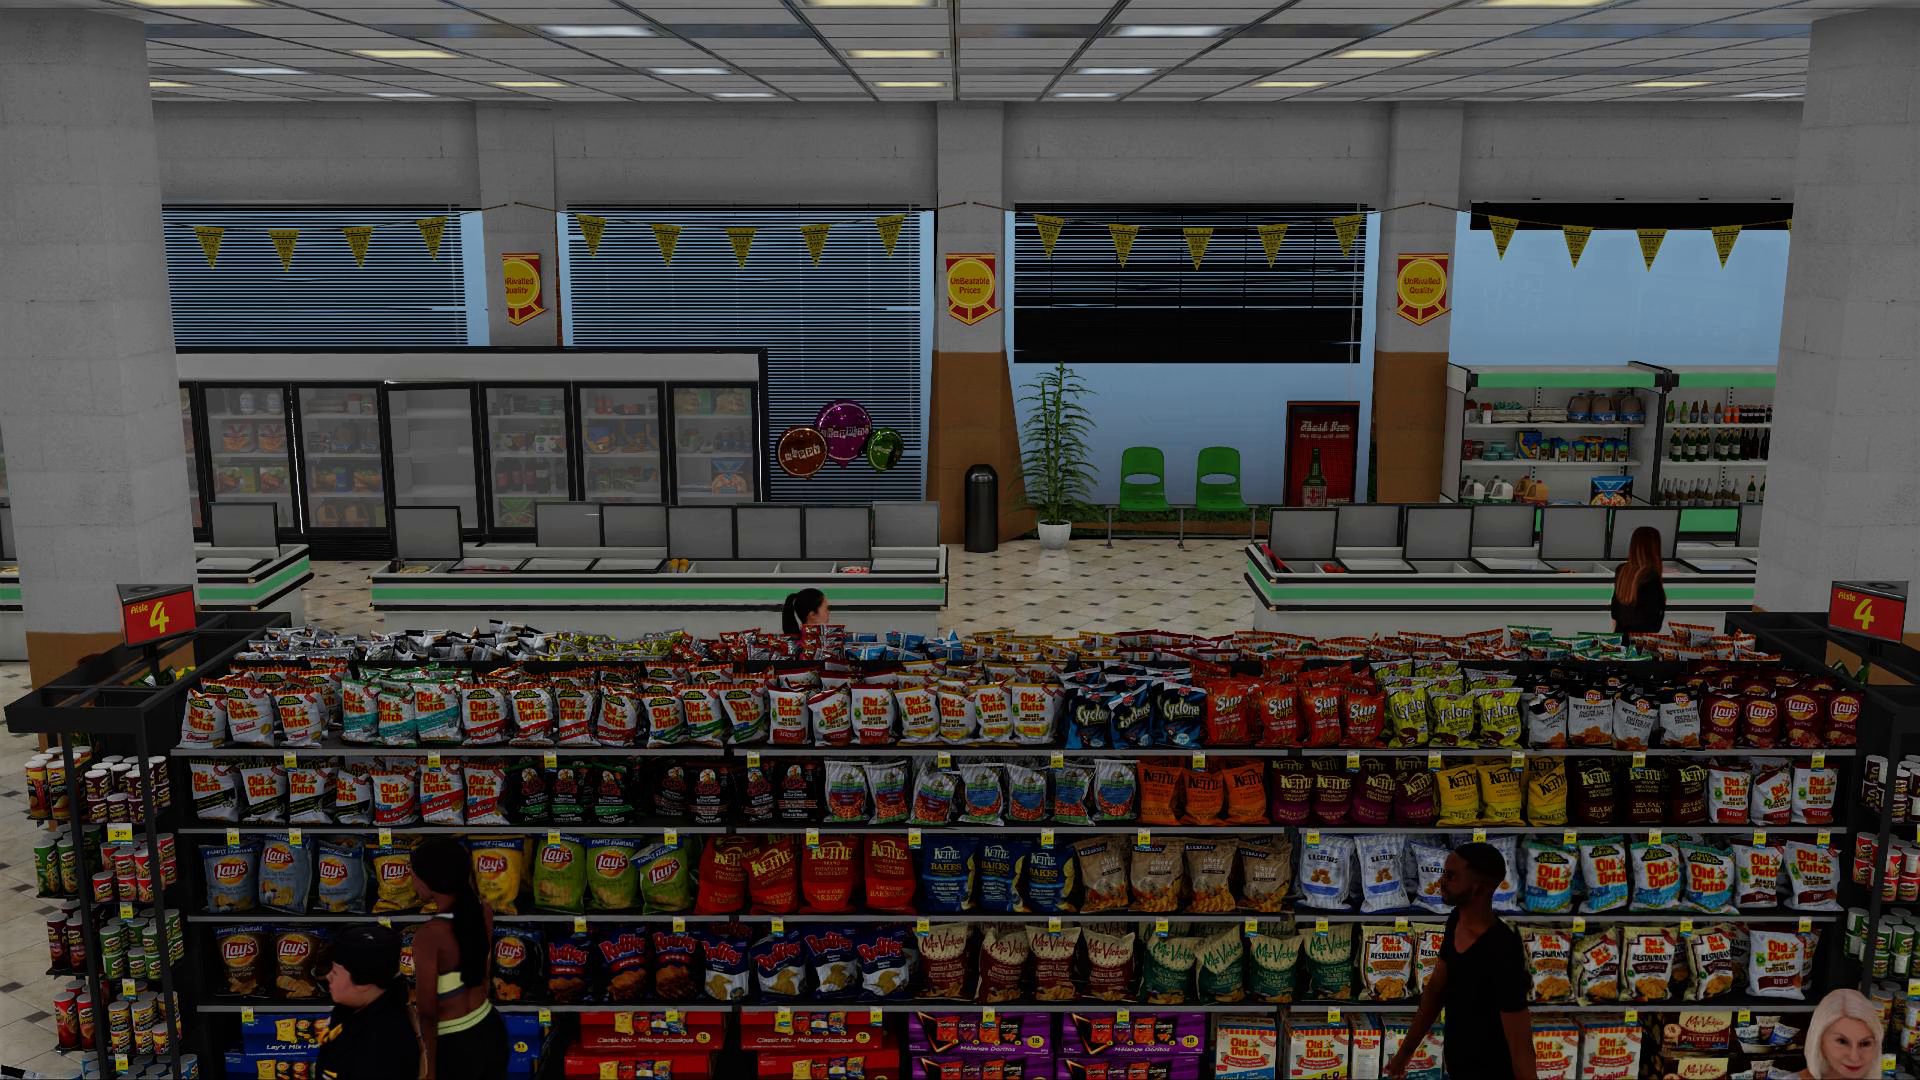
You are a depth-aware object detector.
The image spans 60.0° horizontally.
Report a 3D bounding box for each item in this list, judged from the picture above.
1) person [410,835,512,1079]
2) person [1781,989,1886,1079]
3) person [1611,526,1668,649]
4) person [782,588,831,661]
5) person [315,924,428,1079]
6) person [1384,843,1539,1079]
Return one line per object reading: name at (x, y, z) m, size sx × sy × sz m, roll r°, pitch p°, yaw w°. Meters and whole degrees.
person at (-1.761, 1.942, 6.128) m, size 0.775 × 1.745 × 0.716 m, roll 8°, pitch 14°, yaw 34°
person at (2.608, 2.165, 5.059) m, size 0.496 × 1.748 × 0.652 m, roll 2°, pitch 12°, yaw 9°
person at (4.808, 0.742, 11.907) m, size 0.612 × 1.710 × 0.661 m, roll -3°, pitch 12°, yaw -13°
person at (-1.022, 1.137, 10.158) m, size 1.156 × 1.659 × 0.680 m, roll -1°, pitch 12°, yaw -7°
person at (-1.944, 2.090, 5.602) m, size 0.753 × 1.671 × 0.777 m, roll -4°, pitch 13°, yaw -19°
person at (1.975, 1.964, 6.002) m, size 1.184 × 1.753 × 0.689 m, roll 0°, pitch 12°, yaw 1°
